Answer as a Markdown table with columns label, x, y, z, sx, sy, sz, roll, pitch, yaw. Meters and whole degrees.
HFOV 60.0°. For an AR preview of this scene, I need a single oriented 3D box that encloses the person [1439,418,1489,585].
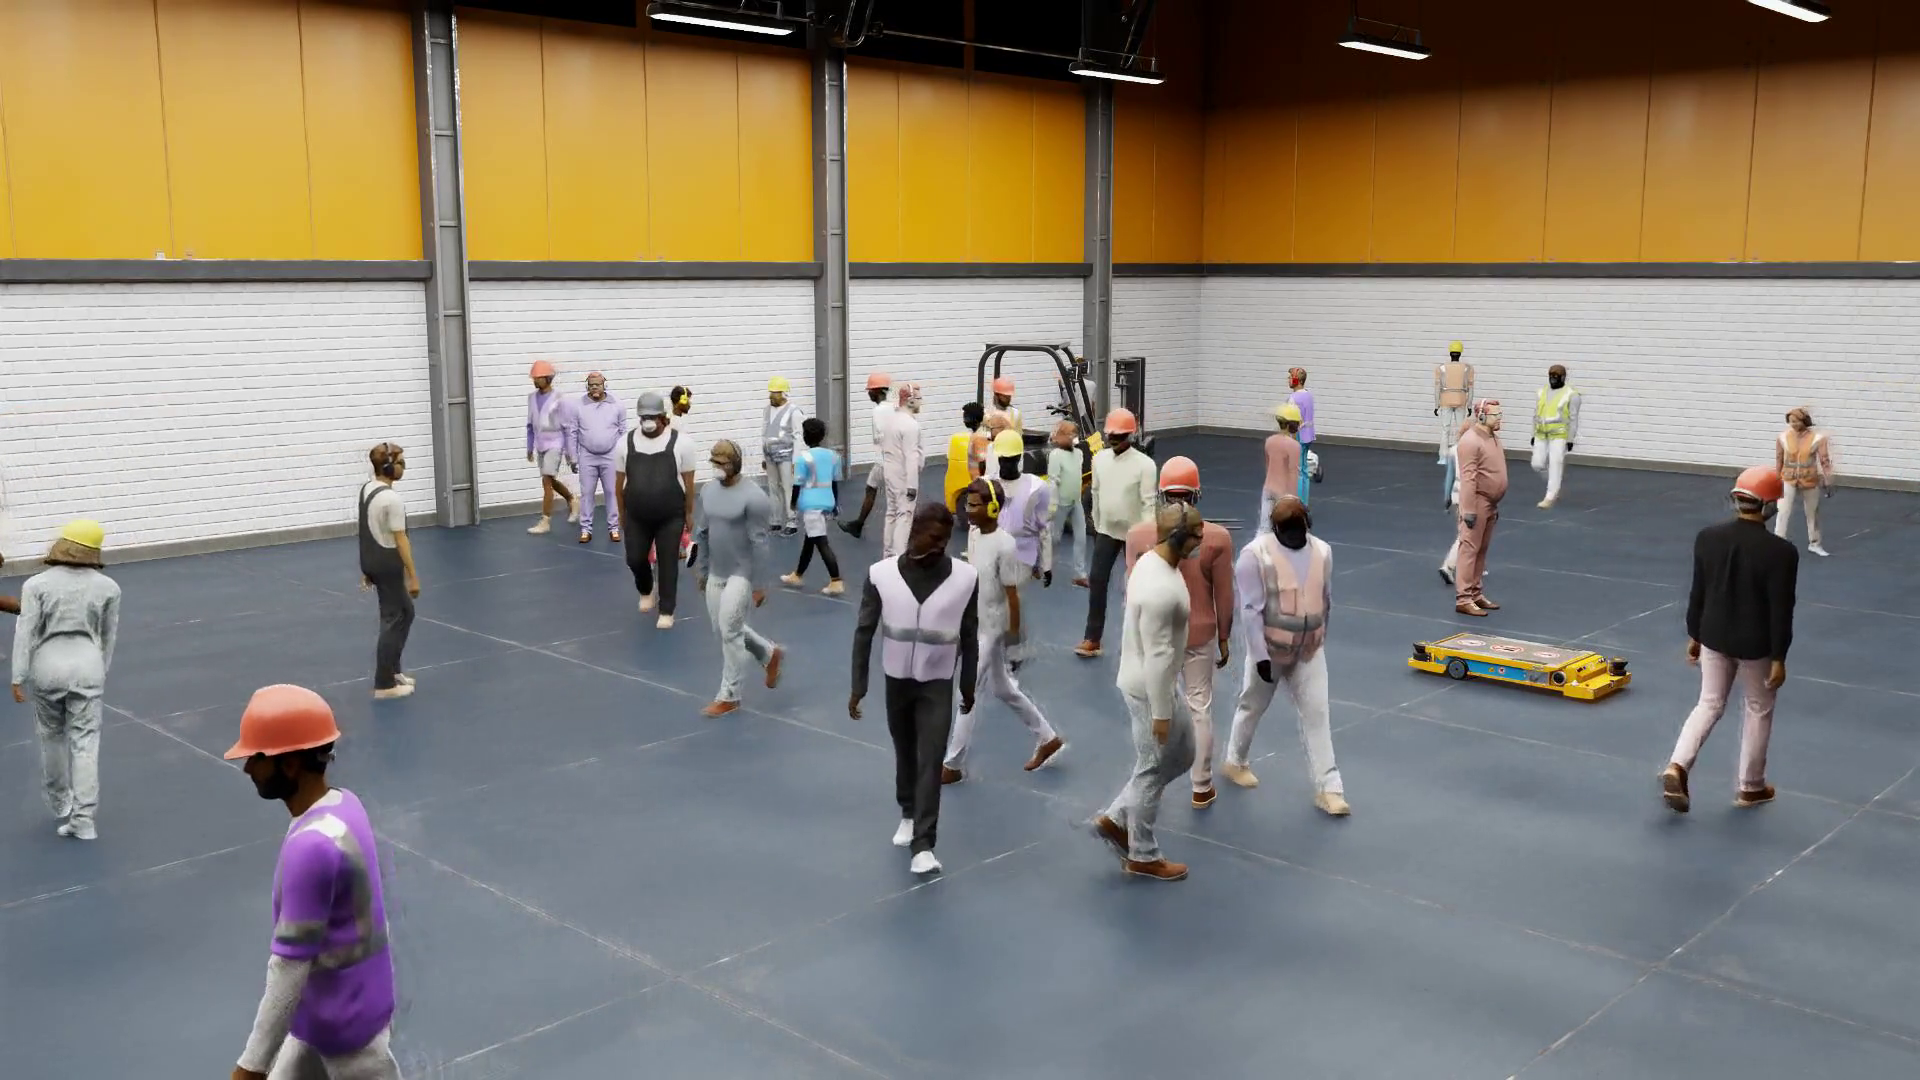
| label | x | y | z | sx | sy | sz | roll | pitch | yaw |
| --- | --- | --- | --- | --- | --- | --- | --- | --- | --- |
| person | 4.905 | -0.385 | 16.107 | 0.816 | 1.607 | 0.514 | -6 | 11 | -33 |

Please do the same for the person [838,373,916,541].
| label | x | y | z | sx | sy | sz | roll | pitch | yaw |
| --- | --- | --- | --- | --- | --- | --- | --- | --- | --- |
| person | -0.865 | -0.914 | 18.540 | 1.017 | 1.869 | 0.560 | 4 | 10 | 24 |

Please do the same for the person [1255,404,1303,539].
| label | x | y | z | sx | sy | sz | roll | pitch | yaw |
| --- | --- | --- | --- | --- | --- | --- | --- | --- | --- |
| person | 3.185 | -0.457 | 16.186 | 0.894 | 1.719 | 0.540 | -5 | 11 | -30 |

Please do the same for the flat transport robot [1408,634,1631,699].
| label | x | y | z | sx | sy | sz | roll | pitch | yaw |
| --- | --- | --- | --- | --- | --- | --- | --- | --- | --- |
| flat transport robot | 4.118 | 0.906 | 12.284 | 1.431 | 0.197 | 0.652 | 9 | 13 | 43 |

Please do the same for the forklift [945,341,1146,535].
| label | x | y | z | sx | sy | sz | roll | pitch | yaw |
| --- | --- | --- | --- | --- | --- | --- | --- | --- | --- |
| forklift | 0.977 | -1.223 | 19.452 | 2.313 | 2.155 | 1.214 | 2 | 9 | 11 |

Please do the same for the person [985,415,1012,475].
| label | x | y | z | sx | sy | sz | roll | pitch | yaw |
| --- | --- | --- | --- | --- | --- | --- | --- | --- | --- |
| person | 0.378 | -0.392 | 16.075 | 0.264 | 1.632 | 0.507 | -5 | 10 | -27 |

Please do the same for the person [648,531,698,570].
| label | x | y | z | sx | sy | sz | roll | pitch | yaw |
| --- | --- | --- | --- | --- | --- | --- | --- | --- | --- |
| person | -2.998 | -0.538 | 16.629 | 0.664 | 1.746 | 0.526 | 5 | 10 | 27 |

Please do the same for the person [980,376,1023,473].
| label | x | y | z | sx | sy | sz | roll | pitch | yaw |
| --- | --- | --- | --- | --- | --- | --- | --- | --- | --- |
| person | 0.394 | -0.832 | 17.962 | 0.561 | 1.910 | 0.869 | -5 | 11 | -30 |

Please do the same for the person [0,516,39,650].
| label | x | y | z | sx | sy | sz | roll | pitch | yaw |
| --- | --- | --- | --- | --- | --- | --- | --- | --- | --- |
| person | -7.380 | -0.015 | 12.620 | 0.612 | 2.013 | 0.689 | 9 | 13 | 44 |

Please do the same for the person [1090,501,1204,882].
| label | x | y | z | sx | sy | sz | roll | pitch | yaw |
| --- | --- | --- | --- | --- | --- | --- | --- | --- | --- |
| person | 0.961 | 0.755 | 8.165 | 0.466 | 1.915 | 0.673 | 1 | 9 | 6 |

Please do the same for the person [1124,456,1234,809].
| label | x | y | z | sx | sy | sz | roll | pitch | yaw |
| --- | --- | --- | --- | --- | --- | --- | --- | --- | --- |
| person | 1.224 | 0.524 | 9.344 | 0.611 | 1.997 | 0.375 | 1 | 9 | 8 |

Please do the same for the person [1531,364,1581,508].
| label | x | y | z | sx | sy | sz | roll | pitch | yaw |
| --- | --- | --- | --- | --- | --- | --- | --- | --- | --- |
| person | 7.568 | -1.323 | 21.173 | 0.490 | 1.830 | 0.649 | -7 | 11 | -35 |

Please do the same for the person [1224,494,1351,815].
| label | x | y | z | sx | sy | sz | roll | pitch | yaw |
| --- | --- | --- | --- | --- | --- | --- | --- | --- | --- |
| person | 1.844 | 0.613 | 9.470 | 0.623 | 1.791 | 0.957 | -3 | 10 | -18 |

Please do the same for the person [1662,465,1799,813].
| label | x | y | z | sx | sy | sz | roll | pitch | yaw |
| --- | --- | --- | --- | --- | --- | --- | --- | --- | --- |
| person | 4.285 | 0.562 | 9.214 | 0.851 | 1.967 | 0.624 | -7 | 11 | -36 |

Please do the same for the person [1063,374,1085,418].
| label | x | y | z | sx | sy | sz | roll | pitch | yaw |
| --- | --- | --- | --- | --- | --- | --- | --- | --- | --- |
| person | 1.637 | -1.632 | 23.812 | 0.873 | 1.587 | 0.515 | -8 | 12 | -39 |

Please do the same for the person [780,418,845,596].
| label | x | y | z | sx | sy | sz | roll | pitch | yaw |
| --- | --- | --- | --- | --- | --- | --- | --- | --- | --- |
| person | -1.379 | -0.314 | 15.547 | 0.861 | 1.647 | 0.544 | 6 | 11 | 34 |

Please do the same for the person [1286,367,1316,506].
| label | x | y | z | sx | sy | sz | roll | pitch | yaw |
| --- | --- | --- | --- | --- | --- | --- | --- | --- | --- |
| person | 4.114 | -1.176 | 20.231 | 0.390 | 1.846 | 0.564 | 6 | 11 | 31 |

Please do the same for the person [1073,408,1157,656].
| label | x | y | z | sx | sy | sz | roll | pitch | yaw |
| --- | --- | --- | --- | --- | --- | --- | --- | --- | --- |
| person | 1.209 | -0.044 | 12.936 | 0.640 | 1.951 | 0.900 | 7 | 12 | 37 |

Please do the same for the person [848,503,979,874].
| label | x | y | z | sx | sy | sz | roll | pitch | yaw |
| --- | --- | --- | --- | --- | --- | --- | --- | --- | --- |
| person | -0.219 | 0.737 | 8.433 | 0.629 | 1.853 | 0.965 | 1 | 9 | 4 |

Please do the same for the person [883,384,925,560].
| label | x | y | z | sx | sy | sz | roll | pitch | yaw |
| --- | --- | --- | --- | --- | --- | --- | --- | --- | --- |
| person | -0.547 | -0.608 | 16.642 | 0.404 | 1.891 | 0.646 | -4 | 10 | -23 |

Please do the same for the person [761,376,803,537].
| label | x | y | z | sx | sy | sz | roll | pitch | yaw |
| --- | --- | --- | --- | --- | --- | --- | --- | --- | --- |
| person | -2.048 | -0.950 | 18.892 | 0.599 | 1.827 | 0.404 | 8 | 12 | 41 |

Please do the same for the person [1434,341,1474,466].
| label | x | y | z | sx | sy | sz | roll | pitch | yaw |
| --- | --- | --- | --- | --- | --- | --- | --- | --- | --- |
| person | 7.611 | -2.102 | 25.658 | 0.588 | 1.927 | 0.370 | 2 | 9 | 11 |

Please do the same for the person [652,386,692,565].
| label | x | y | z | sx | sy | sz | roll | pitch | yaw |
| --- | --- | --- | --- | --- | --- | --- | --- | --- | --- |
| person | -3.004 | -0.667 | 17.196 | 0.322 | 1.823 | 0.769 | 4 | 10 | 22 |

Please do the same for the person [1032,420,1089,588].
| label | x | y | z | sx | sy | sz | roll | pitch | yaw |
| --- | --- | --- | --- | --- | --- | --- | --- | --- | --- |
| person | 0.965 | -0.357 | 15.940 | 0.765 | 1.605 | 0.507 | 9 | 13 | 42 |

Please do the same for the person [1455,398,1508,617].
| label | x | y | z | sx | sy | sz | roll | pitch | yaw |
| --- | --- | --- | --- | --- | --- | --- | --- | --- | --- |
| person | 4.604 | -0.297 | 14.653 | 0.405 | 1.910 | 0.636 | 7 | 11 | 36 |

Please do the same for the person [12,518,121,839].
| label | x | y | z | sx | sy | sz | roll | pitch | yaw |
| --- | --- | --- | --- | --- | --- | --- | --- | --- | --- |
| person | -4.826 | 0.732 | 9.023 | 0.553 | 1.686 | 0.728 | -5 | 11 | -30 |

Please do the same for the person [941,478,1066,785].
| label | x | y | z | sx | sy | sz | roll | pitch | yaw |
| --- | --- | --- | --- | --- | --- | --- | --- | --- | --- |
| person | 0.204 | 0.533 | 9.865 | 0.967 | 1.825 | 0.532 | -3 | 10 | -19 |

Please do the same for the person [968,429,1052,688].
| label | x | y | z | sx | sy | sz | roll | pitch | yaw |
| --- | --- | --- | --- | --- | --- | --- | --- | --- | --- |
| person | 0.376 | 0.112 | 12.233 | 0.601 | 1.889 | 0.954 | 3 | 10 | 16 |

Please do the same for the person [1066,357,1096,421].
| label | x | y | z | sx | sy | sz | roll | pitch | yaw |
| --- | --- | --- | --- | --- | --- | --- | --- | --- | --- |
| person | 1.585 | -1.498 | 22.136 | 0.534 | 1.868 | 0.309 | -7 | 12 | -38 |

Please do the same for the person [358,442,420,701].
| label | x | y | z | sx | sy | sz | roll | pitch | yaw |
| --- | --- | --- | --- | --- | --- | --- | --- | --- | --- |
| person | -3.981 | 0.218 | 11.737 | 0.498 | 1.825 | 0.535 | -8 | 12 | -41 |

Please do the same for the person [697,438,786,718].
| label | x | y | z | sx | sy | sz | roll | pitch | yaw |
| --- | --- | --- | --- | --- | --- | --- | --- | --- | --- |
| person | -1.487 | 0.233 | 11.430 | 0.646 | 1.914 | 0.773 | 8 | 12 | 40 |

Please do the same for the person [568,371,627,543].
| label | x | y | z | sx | sy | sz | roll | pitch | yaw |
| --- | --- | --- | --- | --- | --- | --- | --- | --- | --- |
| person | -4.005 | -0.915 | 18.447 | 0.651 | 1.906 | 0.403 | -2 | 9 | -12 |

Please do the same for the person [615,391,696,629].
| label | x | y | z | sx | sy | sz | roll | pitch | yaw |
| --- | --- | --- | --- | --- | --- | --- | --- | --- | --- |
| person | -2.582 | -0.275 | 14.110 | 0.688 | 2.000 | 0.627 | 0 | 9 | -2 |

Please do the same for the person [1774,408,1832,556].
| label | x | y | z | sx | sy | sz | roll | pitch | yaw |
| --- | --- | --- | --- | --- | --- | --- | --- | --- | --- |
| person | 8.832 | -0.590 | 17.443 | 0.559 | 1.586 | 0.805 | 7 | 12 | 36 |

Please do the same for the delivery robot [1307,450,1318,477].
| label | x | y | z | sx | sy | sz | roll | pitch | yaw |
| --- | --- | --- | --- | --- | --- | --- | --- | --- | --- |
| delivery robot | 4.871 | -1.156 | 23.767 | 0.477 | 0.478 | 0.707 | 0 | 9 | -3 |

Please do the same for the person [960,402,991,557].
| label | x | y | z | sx | sy | sz | roll | pitch | yaw |
| --- | --- | --- | --- | --- | --- | --- | --- | --- | --- |
| person | 0.366 | -0.611 | 17.353 | 0.702 | 1.669 | 0.551 | 0 | 9 | 0 |

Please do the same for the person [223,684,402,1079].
| label | x | y | z | sx | sy | sz | roll | pitch | yaw |
| --- | --- | --- | --- | --- | --- | --- | --- | --- | --- |
| person | -1.877 | 1.341 | 4.712 | 1.020 | 1.873 | 0.553 | -3 | 10 | -19 |

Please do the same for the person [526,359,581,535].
| label | x | y | z | sx | sy | sz | roll | pitch | yaw |
| --- | --- | --- | --- | --- | --- | --- | --- | --- | --- |
| person | -4.708 | -1.102 | 19.307 | 0.620 | 2.014 | 0.950 | 6 | 11 | 31 |
